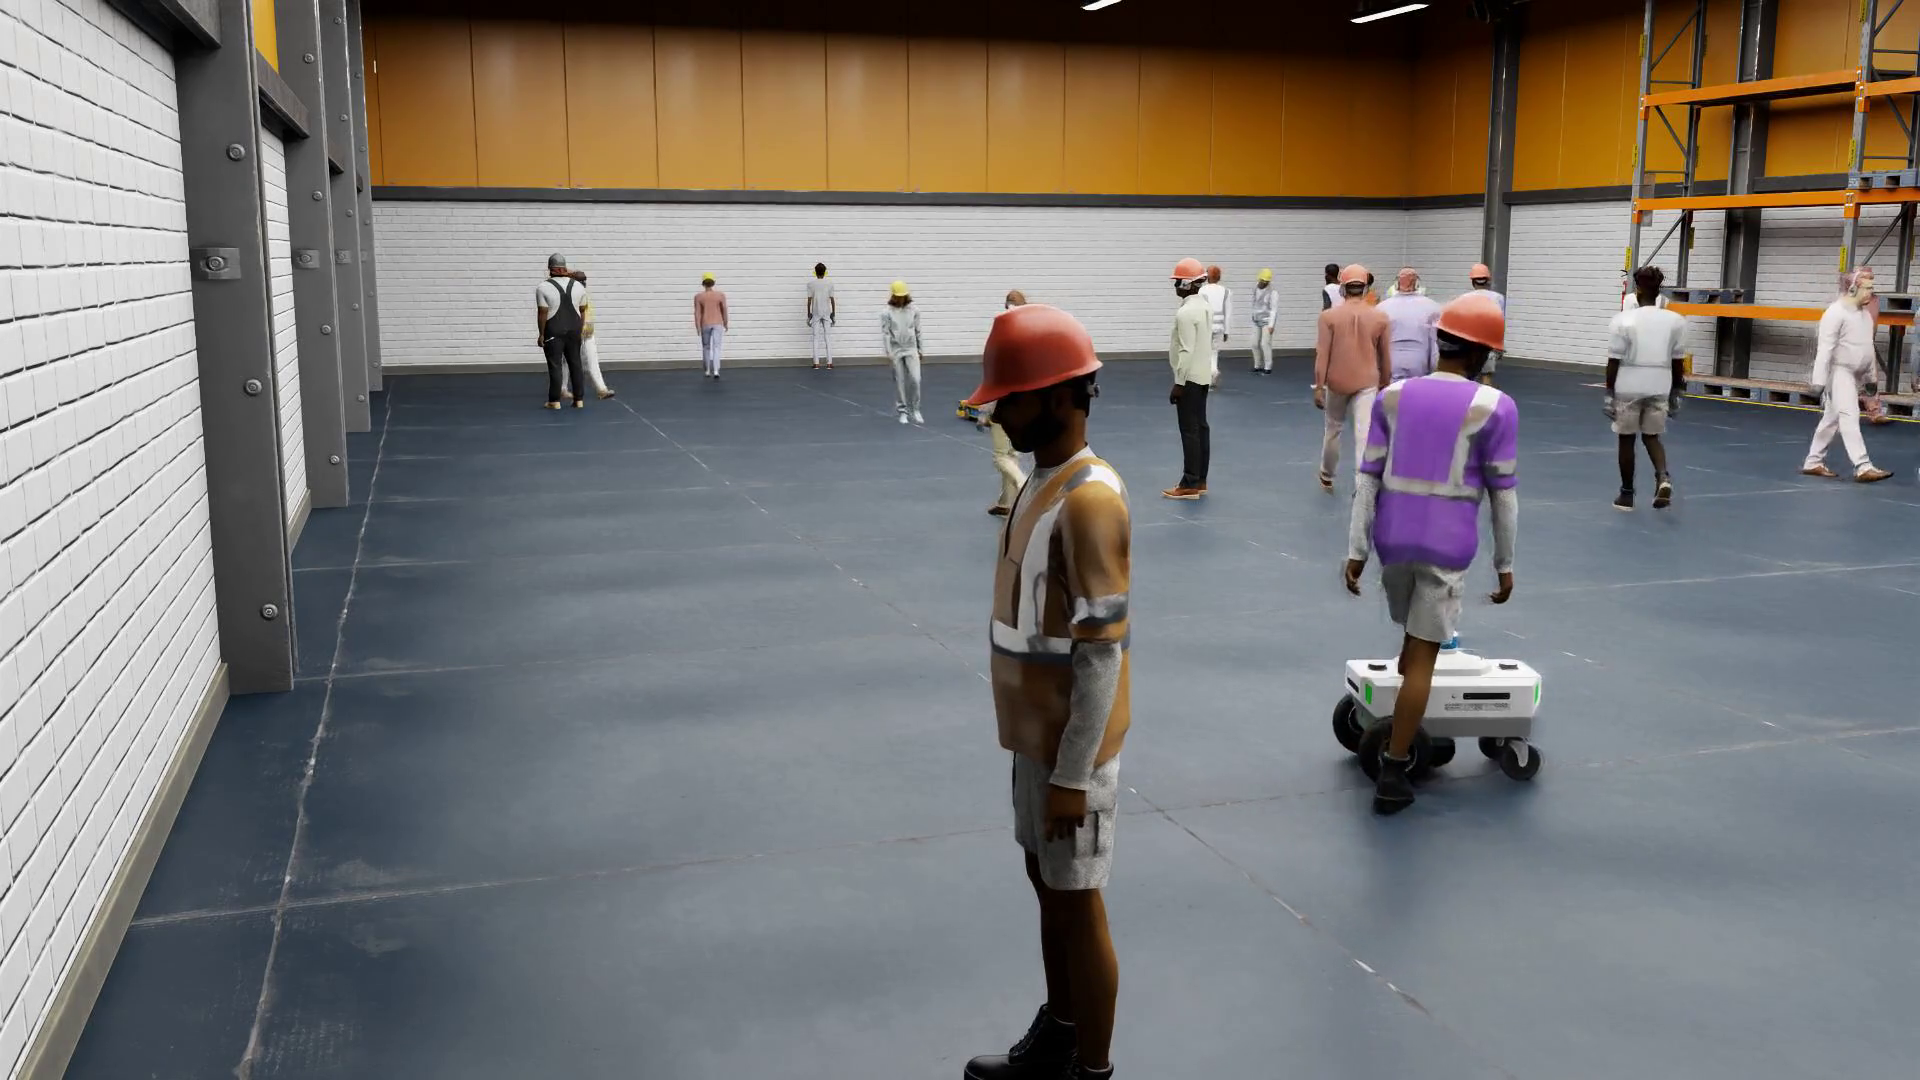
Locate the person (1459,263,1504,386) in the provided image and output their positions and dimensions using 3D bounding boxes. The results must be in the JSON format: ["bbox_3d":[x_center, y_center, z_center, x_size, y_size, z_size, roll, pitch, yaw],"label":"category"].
[{"bbox_3d":[6.203,-2.343,19.899,0.563,1.918,0.466,2,10,10],"label":"person"}]

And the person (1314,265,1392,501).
[{"bbox_3d":[3.266,-1.313,13.876,0.661,1.932,1.049,0,10,2],"label":"person"}]

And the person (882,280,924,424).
[{"bbox_3d":[-0.675,-2.225,19.796,0.504,1.710,0.596,-2,10,-10],"label":"person"}]

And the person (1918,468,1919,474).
[{"bbox_3d":[8.543,-1.314,14.153,0.511,1.856,0.374,-3,10,-19],"label":"person"}]

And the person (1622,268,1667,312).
[{"bbox_3d":[8.222,-2.338,20.017,0.596,1.866,0.552,-2,10,-11],"label":"person"}]

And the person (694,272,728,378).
[{"bbox_3d":[-4.076,-3.512,27.238,0.531,1.725,0.873,-1,10,-4],"label":"person"}]

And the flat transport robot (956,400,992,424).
[{"bbox_3d":[0.493,-1.558,20.118,0.652,0.197,1.431,-3,10,-19],"label":"flat transport robot"}]

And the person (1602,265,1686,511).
[{"bbox_3d":[5.368,-1.173,13.052,0.606,1.951,0.532,0,10,0],"label":"person"}]

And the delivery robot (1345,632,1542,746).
[{"bbox_3d":[1.895,0.599,6.538,0.707,0.478,0.477,0,10,-1],"label":"delivery robot"}]

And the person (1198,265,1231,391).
[{"bbox_3d":[3.709,-3.098,24.423,0.591,1.865,0.597,-3,10,-17],"label":"person"}]

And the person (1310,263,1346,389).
[{"bbox_3d":[5.623,-3.186,24.835,0.600,1.892,0.690,-9,13,-42],"label":"person"}]

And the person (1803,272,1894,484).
[{"bbox_3d":[8.018,-1.447,14.888,0.663,1.862,0.893,-8,12,-37],"label":"person"}]

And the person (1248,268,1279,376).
[{"bbox_3d":[5.051,-3.619,27.656,0.504,1.788,0.615,-7,12,-34],"label":"person"}]

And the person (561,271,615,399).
[{"bbox_3d":[-5.307,-2.854,23.237,0.979,1.789,0.650,6,11,30],"label":"person"}]

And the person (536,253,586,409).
[{"bbox_3d":[-5.280,-2.748,21.895,0.676,2.000,0.536,-8,12,-37],"label":"person"}]

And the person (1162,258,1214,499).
[{"bbox_3d":[1.909,-1.339,13.864,0.379,1.996,0.609,5,11,26],"label":"person"}]

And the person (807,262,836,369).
[{"bbox_3d":[-2.450,-3.944,29.312,0.514,1.872,0.328,-2,10,-9],"label":"person"}]

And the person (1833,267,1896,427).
[{"bbox_3d":[10.603,-2.256,19.536,0.665,1.860,0.953,-2,10,-14],"label":"person"}]

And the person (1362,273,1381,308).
[{"bbox_3d":[6.993,-3.742,28.636,0.535,1.697,0.322,-4,11,-24],"label":"person"}]

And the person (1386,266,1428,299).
[{"bbox_3d":[6.633,-3.142,24.758,0.634,1.839,0.429,1,10,6],"label":"person"}]

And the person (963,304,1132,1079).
[{"bbox_3d":[0.198,0.435,3.793,0.368,1.929,0.542,-2,10,-9],"label":"person"}]

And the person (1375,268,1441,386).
[{"bbox_3d":[4.337,-1.699,16.252,0.680,1.883,0.688,2,10,12],"label":"person"}]

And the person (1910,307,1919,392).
[{"bbox_3d":[9.110,-1.525,15.267,0.687,1.889,0.869,1,10,7],"label":"person"}]

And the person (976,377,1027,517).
[{"bbox_3d":[0.410,-0.936,12.623,0.502,1.612,0.682,-8,13,-39],"label":"person"}]

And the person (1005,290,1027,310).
[{"bbox_3d":[0.682,-2.082,19.272,0.565,1.608,0.525,7,12,35],"label":"person"}]

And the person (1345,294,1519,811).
[{"bbox_3d":[1.778,0.033,6.224,0.562,1.880,0.886,8,13,40],"label":"person"}]
